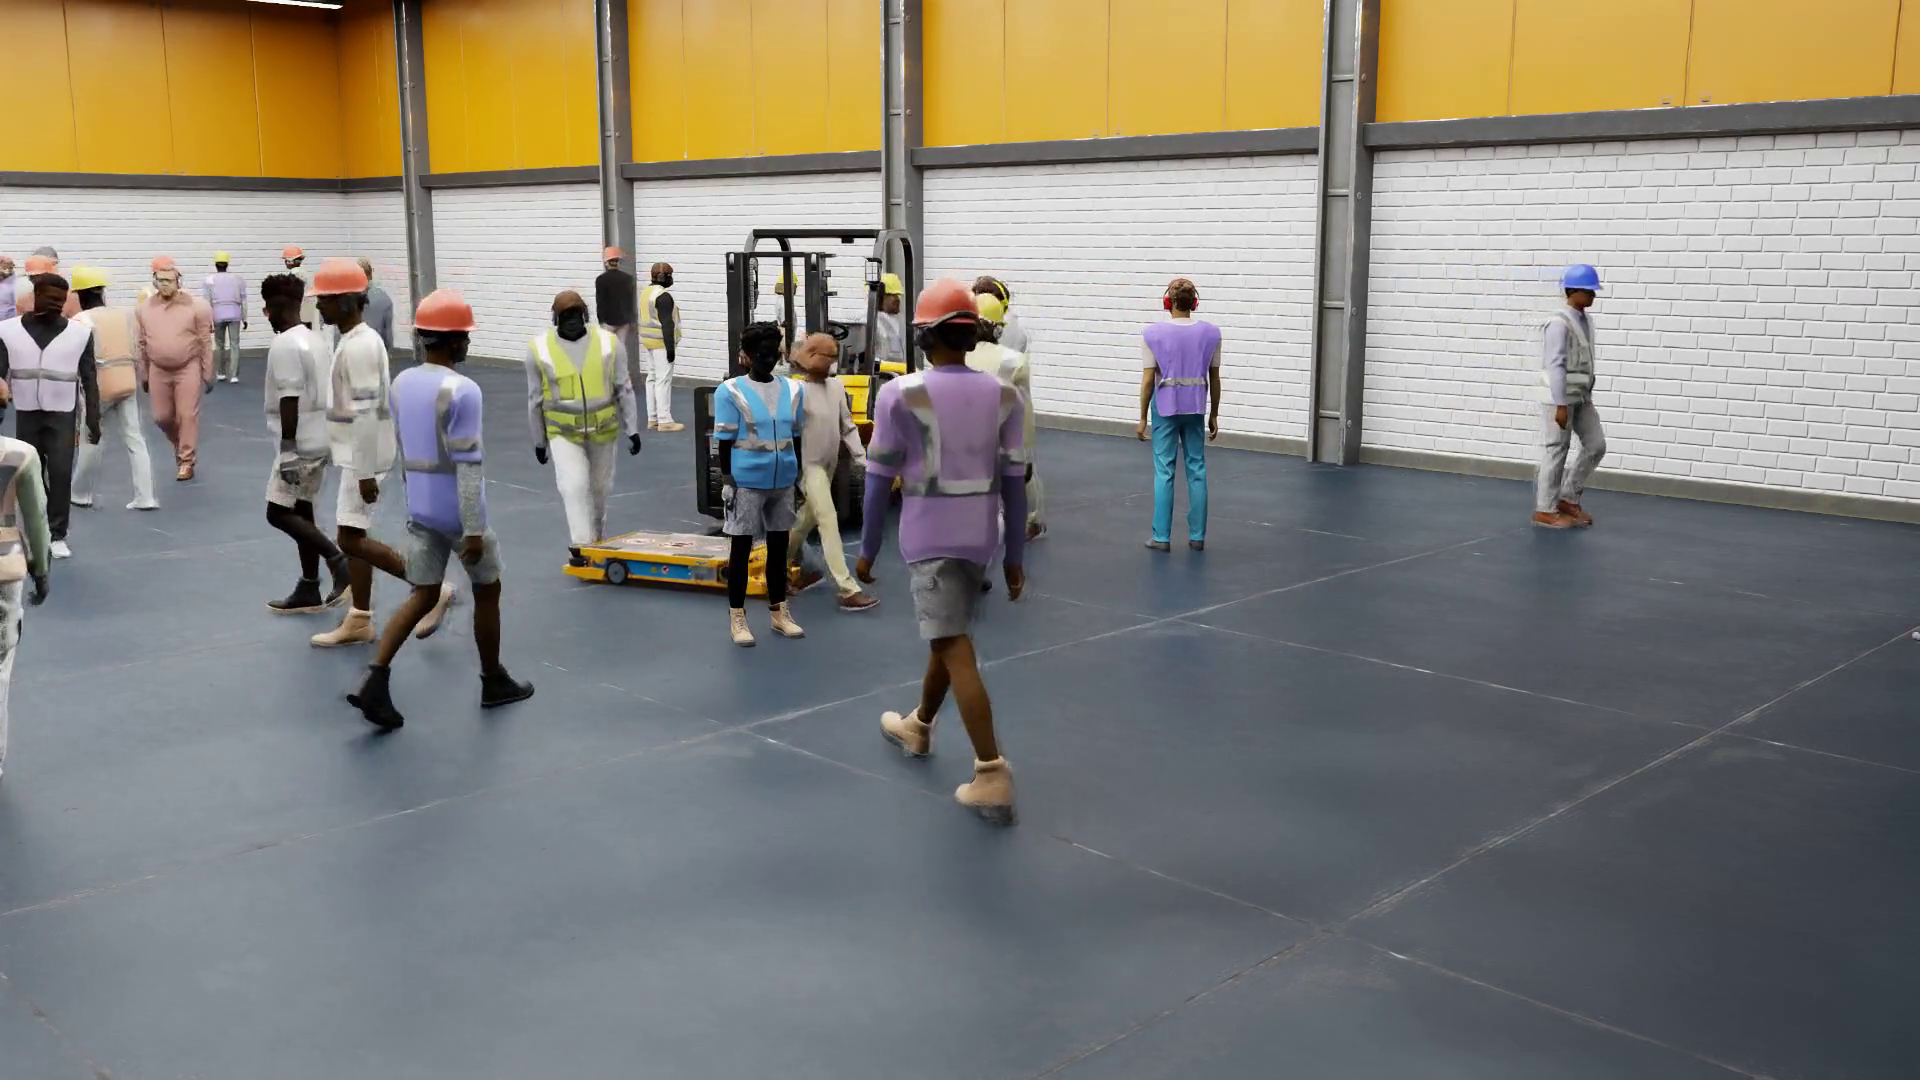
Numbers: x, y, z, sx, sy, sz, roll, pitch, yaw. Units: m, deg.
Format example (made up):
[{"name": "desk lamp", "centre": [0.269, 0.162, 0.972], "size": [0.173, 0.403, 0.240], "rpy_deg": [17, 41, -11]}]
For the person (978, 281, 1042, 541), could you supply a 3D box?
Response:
[{"name": "person", "centre": [0.247, -0.845, 11.356], "size": [0.988, 1.816, 0.542], "rpy_deg": [-10, 14, -43]}]

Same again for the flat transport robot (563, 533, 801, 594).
[{"name": "flat transport robot", "centre": [-1.678, 0.125, 10.294], "size": [1.431, 0.197, 0.652], "rpy_deg": [5, 11, 23]}]

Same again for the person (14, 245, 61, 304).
[{"name": "person", "centre": [-10.742, -2.460, 19.559], "size": [0.710, 2.000, 0.693], "rpy_deg": [5, 11, 24]}]

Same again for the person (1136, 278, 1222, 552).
[{"name": "person", "centre": [1.478, -0.831, 11.207], "size": [0.575, 1.843, 0.375], "rpy_deg": [-2, 11, -12]}]

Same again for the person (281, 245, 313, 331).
[{"name": "person", "centre": [-8.985, -2.993, 22.588], "size": [0.390, 1.992, 0.624], "rpy_deg": [1, 10, 4]}]

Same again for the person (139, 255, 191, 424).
[{"name": "person", "centre": [-8.670, -2.161, 18.261], "size": [0.551, 1.913, 0.583], "rpy_deg": [-7, 13, -34]}]

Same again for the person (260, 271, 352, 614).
[{"name": "person", "centre": [-3.665, -0.532, 9.334], "size": [0.492, 1.931, 0.673], "rpy_deg": [-1, 10, -4]}]

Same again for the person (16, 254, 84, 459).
[{"name": "person", "centre": [-8.805, -1.803, 16.213], "size": [0.600, 1.959, 0.891], "rpy_deg": [-3, 11, -14]}]

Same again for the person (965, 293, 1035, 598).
[{"name": "person", "centre": [0.111, -0.501, 9.521], "size": [0.620, 1.805, 0.703], "rpy_deg": [4, 11, 19]}]

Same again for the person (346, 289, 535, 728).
[{"name": "person", "centre": [-2.288, -0.132, 7.244], "size": [0.552, 1.908, 0.890], "rpy_deg": [6, 12, 32]}]

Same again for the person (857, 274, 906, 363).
[{"name": "person", "centre": [-0.574, -1.430, 14.624], "size": [0.848, 1.787, 0.621], "rpy_deg": [7, 12, 33]}]

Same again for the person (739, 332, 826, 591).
[{"name": "person", "centre": [-1.167, -0.478, 9.958], "size": [0.768, 1.601, 0.510], "rpy_deg": [1, 10, 4]}]

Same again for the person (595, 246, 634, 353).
[{"name": "person", "centre": [-4.683, -2.993, 22.633], "size": [0.620, 1.978, 0.496], "rpy_deg": [-10, 14, -42]}]

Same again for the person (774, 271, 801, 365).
[{"name": "person", "centre": [-1.953, -2.189, 18.912], "size": [0.314, 1.740, 0.486], "rpy_deg": [-2, 11, -10]}]

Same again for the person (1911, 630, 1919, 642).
[{"name": "person", "centre": [5.211, -0.334, 8.528], "size": [0.946, 1.826, 0.543], "rpy_deg": [-4, 11, -19]}]

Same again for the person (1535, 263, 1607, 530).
[{"name": "person", "centre": [4.441, -1.021, 12.010], "size": [0.518, 1.925, 0.639], "rpy_deg": [10, 14, 43]}]

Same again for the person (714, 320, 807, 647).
[{"name": "person", "centre": [-1.036, -0.300, 8.719], "size": [0.533, 1.697, 0.318], "rpy_deg": [-8, 13, -36]}]

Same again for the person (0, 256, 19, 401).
[{"name": "person", "centre": [-12.180, -2.669, 21.178], "size": [0.787, 1.881, 0.401], "rpy_deg": [6, 12, 28]}]

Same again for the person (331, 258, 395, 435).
[{"name": "person", "centre": [-6.017, -1.910, 16.928], "size": [0.952, 1.911, 0.628], "rpy_deg": [6, 12, 29]}]

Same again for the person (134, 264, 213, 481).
[{"name": "person", "centre": [-6.909, -1.488, 14.678], "size": [0.650, 1.888, 0.662], "rpy_deg": [-2, 11, -9]}]

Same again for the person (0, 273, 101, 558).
[{"name": "person", "centre": [-6.077, -0.826, 11.075], "size": [0.636, 1.877, 0.492], "rpy_deg": [-4, 11, -22]}]

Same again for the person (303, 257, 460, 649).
[{"name": "person", "centre": [-3.020, -0.429, 8.529], "size": [0.655, 2.025, 0.615], "rpy_deg": [-3, 11, -17]}]

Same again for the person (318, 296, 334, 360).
[{"name": "person", "centre": [-9.514, -3.313, 25.315], "size": [0.283, 1.636, 0.500], "rpy_deg": [10, 14, 42]}]

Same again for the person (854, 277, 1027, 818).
[{"name": "person", "centre": [-0.054, 0.000, 6.353], "size": [0.612, 1.979, 1.102], "rpy_deg": [-7, 12, -33]}]

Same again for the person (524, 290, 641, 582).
[{"name": "person", "centre": [-2.398, -0.683, 10.539], "size": [0.678, 1.806, 0.886], "rpy_deg": [-4, 11, -20]}]

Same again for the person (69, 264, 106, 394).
[{"name": "person", "centre": [-11.644, -2.795, 22.185], "size": [0.541, 1.754, 0.420], "rpy_deg": [-3, 11, -14]}]

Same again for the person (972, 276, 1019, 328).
[{"name": "person", "centre": [0.175, -1.274, 13.735], "size": [0.645, 1.804, 0.537], "rpy_deg": [1, 10, 4]}]

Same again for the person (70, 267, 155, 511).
[{"name": "person", "centre": [-6.690, -1.165, 12.938], "size": [0.960, 1.879, 0.599], "rpy_deg": [5, 12, 28]}]

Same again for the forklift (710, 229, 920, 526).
[{"name": "forklift", "centre": [-1.050, -1.319, 12.920], "size": [1.214, 2.155, 2.313], "rpy_deg": [2, 11, 13]}]

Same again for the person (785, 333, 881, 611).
[{"name": "person", "centre": [-0.807, -0.407, 9.619], "size": [0.890, 1.582, 0.501], "rpy_deg": [5, 12, 26]}]

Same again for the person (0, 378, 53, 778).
[{"name": "person", "centre": [-3.811, 0.151, 6.443], "size": [0.541, 1.617, 0.422], "rpy_deg": [-4, 11, -22]}]

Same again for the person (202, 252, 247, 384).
[{"name": "person", "centre": [-10.668, -3.229, 24.167], "size": [0.591, 1.883, 0.944], "rpy_deg": [-5, 12, -26]}]

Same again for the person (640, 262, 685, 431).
[{"name": "person", "centre": [-3.266, -2.119, 18.246], "size": [0.429, 1.840, 0.630], "rpy_deg": [-6, 12, -31]}]
